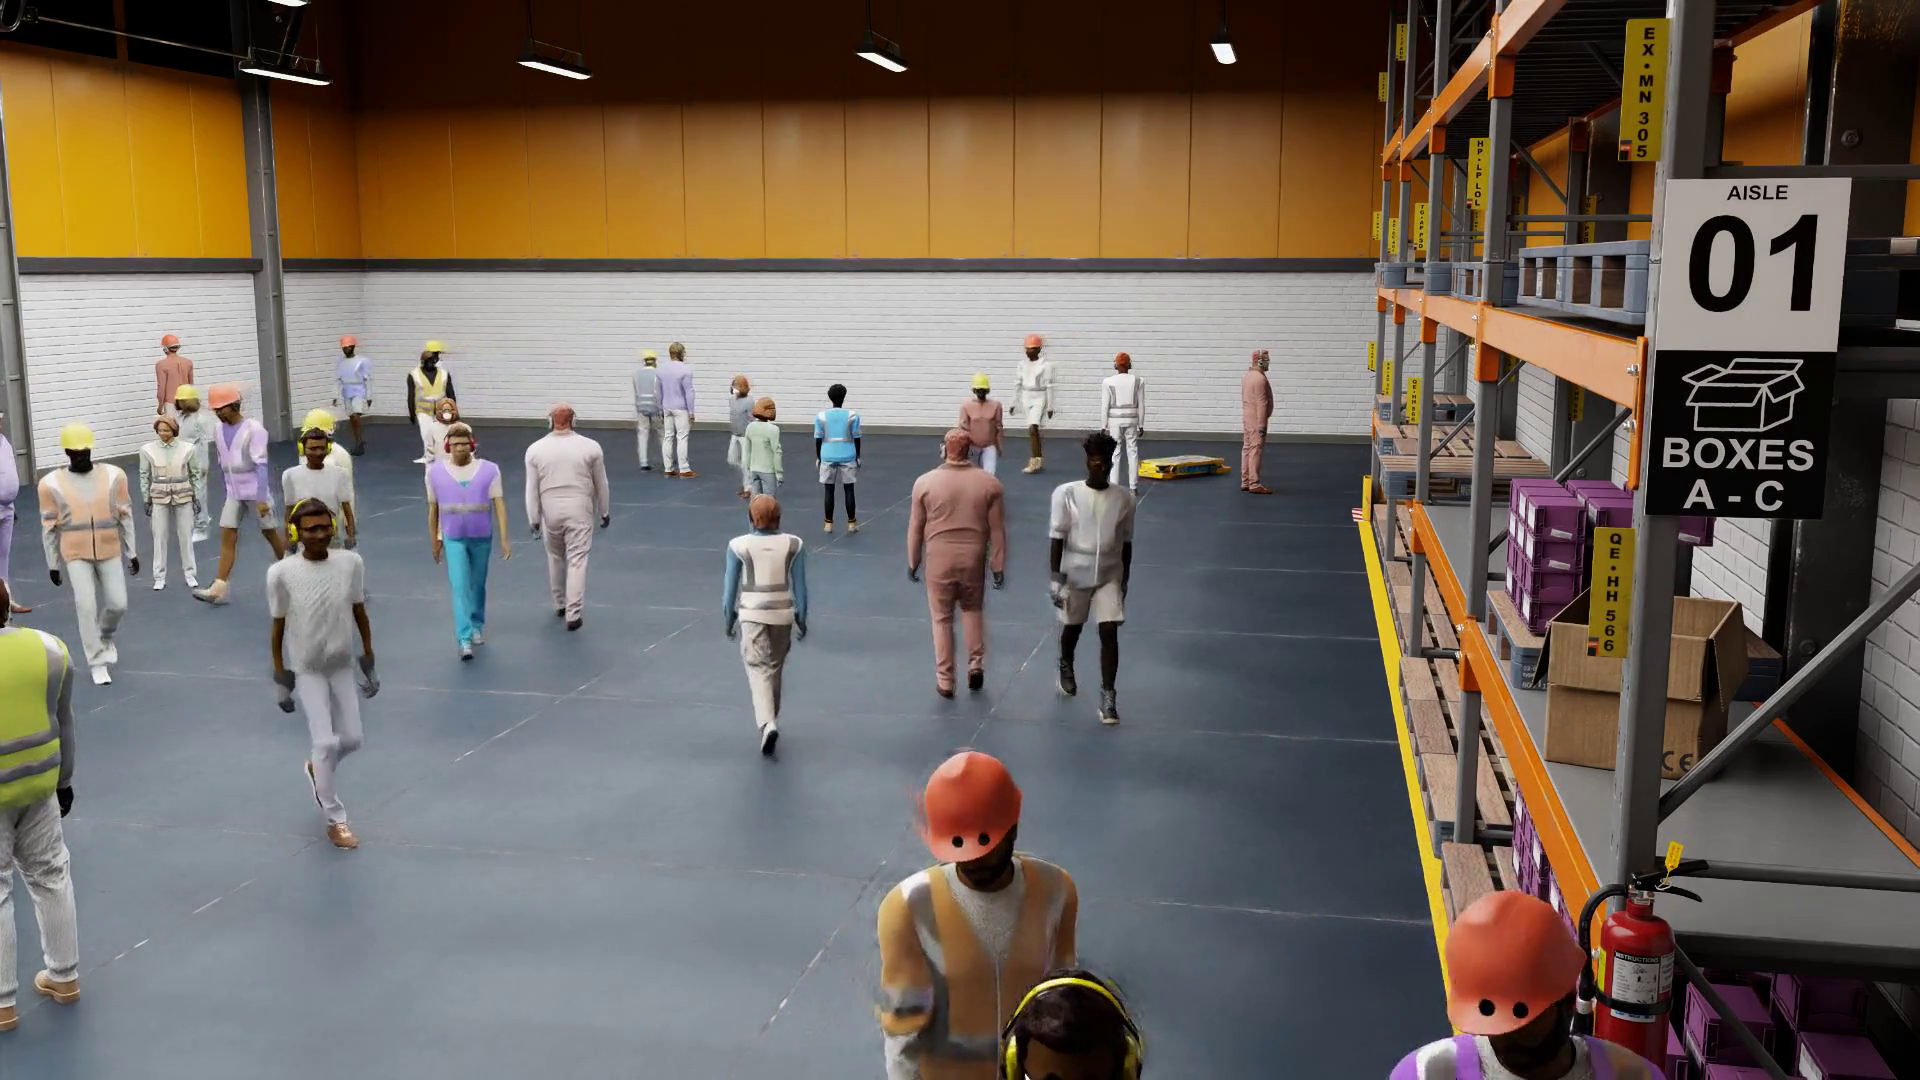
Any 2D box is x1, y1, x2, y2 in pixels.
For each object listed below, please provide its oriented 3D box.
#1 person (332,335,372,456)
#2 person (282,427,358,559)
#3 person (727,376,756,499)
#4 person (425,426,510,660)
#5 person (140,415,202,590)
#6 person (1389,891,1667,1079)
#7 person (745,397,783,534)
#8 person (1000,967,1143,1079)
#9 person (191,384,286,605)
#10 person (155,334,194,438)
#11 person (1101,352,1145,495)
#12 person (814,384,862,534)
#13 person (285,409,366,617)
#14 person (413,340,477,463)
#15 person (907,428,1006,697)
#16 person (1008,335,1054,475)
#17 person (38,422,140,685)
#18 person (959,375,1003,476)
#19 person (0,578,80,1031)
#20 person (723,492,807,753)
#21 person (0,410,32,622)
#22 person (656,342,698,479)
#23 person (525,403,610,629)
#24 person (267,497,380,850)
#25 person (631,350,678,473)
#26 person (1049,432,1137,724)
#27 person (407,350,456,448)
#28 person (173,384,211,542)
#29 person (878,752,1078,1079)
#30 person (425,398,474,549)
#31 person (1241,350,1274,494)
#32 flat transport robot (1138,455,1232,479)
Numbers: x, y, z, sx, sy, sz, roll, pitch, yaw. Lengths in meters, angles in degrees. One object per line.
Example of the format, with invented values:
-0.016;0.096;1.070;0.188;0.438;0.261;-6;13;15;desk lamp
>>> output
-9.670;-2.289;26.393;0.555;1.912;0.735;2;10;12;person
-4.930;0.020;12.812;0.528;1.819;0.976;-5;11;-30;person
-2.792;-1.331;21.514;0.522;1.608;0.418;8;12;40;person
-3.833;-0.002;12.964;0.592;1.792;0.971;-3;10;-20;person
-7.375;-0.356;15.570;0.515;1.638;0.315;-5;11;-26;person
1.083;1.578;3.242;0.585;1.902;0.654;0;9;1;person
-2.070;-0.701;17.662;0.504;1.631;0.280;8;12;40;person
0.217;1.633;3.040;0.515;1.836;0.882;0;9;0;person
-6.437;-0.414;14.915;0.692;1.967;1.061;4;10;22;person
-11.719;-2.076;24.851;0.376;1.997;0.612;5;11;27;person
2.135;-1.513;21.793;0.573;1.887;0.355;-1;9;-4;person
-1.370;-0.913;18.742;0.540;1.696;0.317;0;9;-3;person
-5.556;-0.252;14.501;0.595;1.795;0.902;7;12;36;person
-7.905;-2.118;25.423;0.879;1.901;0.586;-2;10;-14;person
-0.030;0.159;11.717;0.666;1.887;0.457;-2;10;-12;person
1.000;-1.955;24.086;0.814;2.014;0.636;-9;13;-42;person
-6.337;0.081;12.113;0.616;1.911;0.575;-7;12;-37;person
0.251;-1.088;19.705;0.545;1.718;0.890;-1;9;-4;person
-3.846;1.023;6.649;0.428;1.842;0.629;5;11;28;person
-1.213;0.505;10.489;0.524;1.609;0.811;-3;10;-19;person
-8.257;-0.267;14.226;0.401;1.910;0.640;0;9;-3;person
-4.015;-1.829;23.551;0.630;1.935;0.366;6;11;30;person
-3.303;-0.222;14.092;0.656;1.858;0.968;-1;9;-3;person
-3.367;0.666;8.764;0.544;1.850;0.636;-8;13;-42;person
-4.512;-1.903;24.466;0.585;1.774;0.869;2;10;11;person
0.879;0.212;11.298;0.614;1.929;0.951;-1;9;-5;person
-7.625;-1.844;24.072;0.641;1.792;0.967;-6;11;-31;person
-8.399;-0.838;18.198;0.489;1.730;0.396;3;10;19;person
0.049;1.418;4.228;0.548;1.871;0.993;-3;10;-17;person
-5.435;-0.707;17.738;0.507;1.628;0.278;-1;9;-5;person
3.957;-1.568;22.082;0.399;1.902;0.642;-1;10;-8;person
3.183;-1.059;23.916;1.431;0.197;0.652;-7;12;-38;flat transport robot
